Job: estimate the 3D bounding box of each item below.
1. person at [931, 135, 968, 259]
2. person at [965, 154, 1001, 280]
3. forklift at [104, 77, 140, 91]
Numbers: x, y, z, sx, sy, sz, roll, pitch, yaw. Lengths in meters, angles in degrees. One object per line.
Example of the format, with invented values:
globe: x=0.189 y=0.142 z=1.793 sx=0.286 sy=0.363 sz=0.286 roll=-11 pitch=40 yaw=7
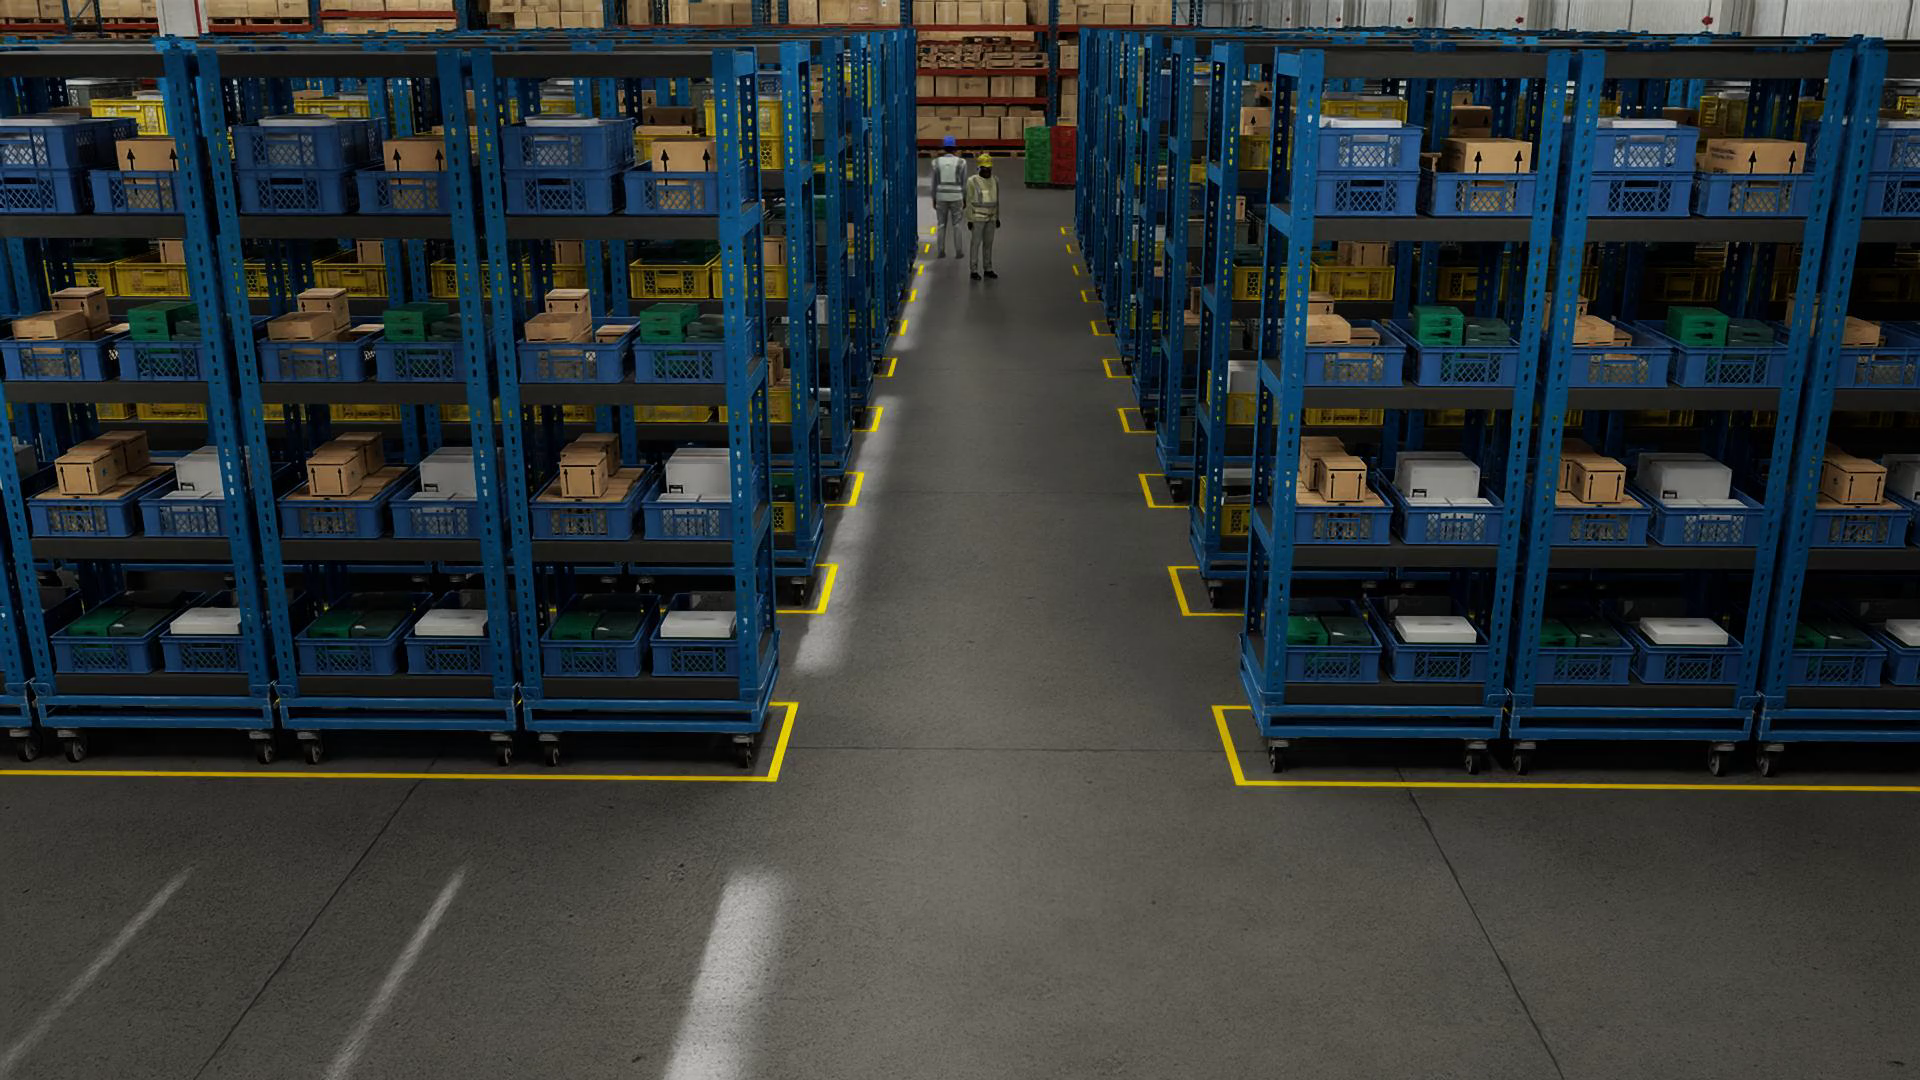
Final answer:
person: x=-0.169 y=-5.496 z=26.702 sx=0.601 sy=1.942 sz=0.407 roll=3 pitch=18 yaw=10
person: x=0.360 y=-4.768 z=24.556 sx=0.600 sy=1.829 sz=0.404 roll=-12 pitch=21 yaw=-35
forklift: x=-24.540 y=-12.921 z=48.817 sx=1.129 sy=2.768 sz=1.873 roll=-6 pitch=18 yaw=-18
